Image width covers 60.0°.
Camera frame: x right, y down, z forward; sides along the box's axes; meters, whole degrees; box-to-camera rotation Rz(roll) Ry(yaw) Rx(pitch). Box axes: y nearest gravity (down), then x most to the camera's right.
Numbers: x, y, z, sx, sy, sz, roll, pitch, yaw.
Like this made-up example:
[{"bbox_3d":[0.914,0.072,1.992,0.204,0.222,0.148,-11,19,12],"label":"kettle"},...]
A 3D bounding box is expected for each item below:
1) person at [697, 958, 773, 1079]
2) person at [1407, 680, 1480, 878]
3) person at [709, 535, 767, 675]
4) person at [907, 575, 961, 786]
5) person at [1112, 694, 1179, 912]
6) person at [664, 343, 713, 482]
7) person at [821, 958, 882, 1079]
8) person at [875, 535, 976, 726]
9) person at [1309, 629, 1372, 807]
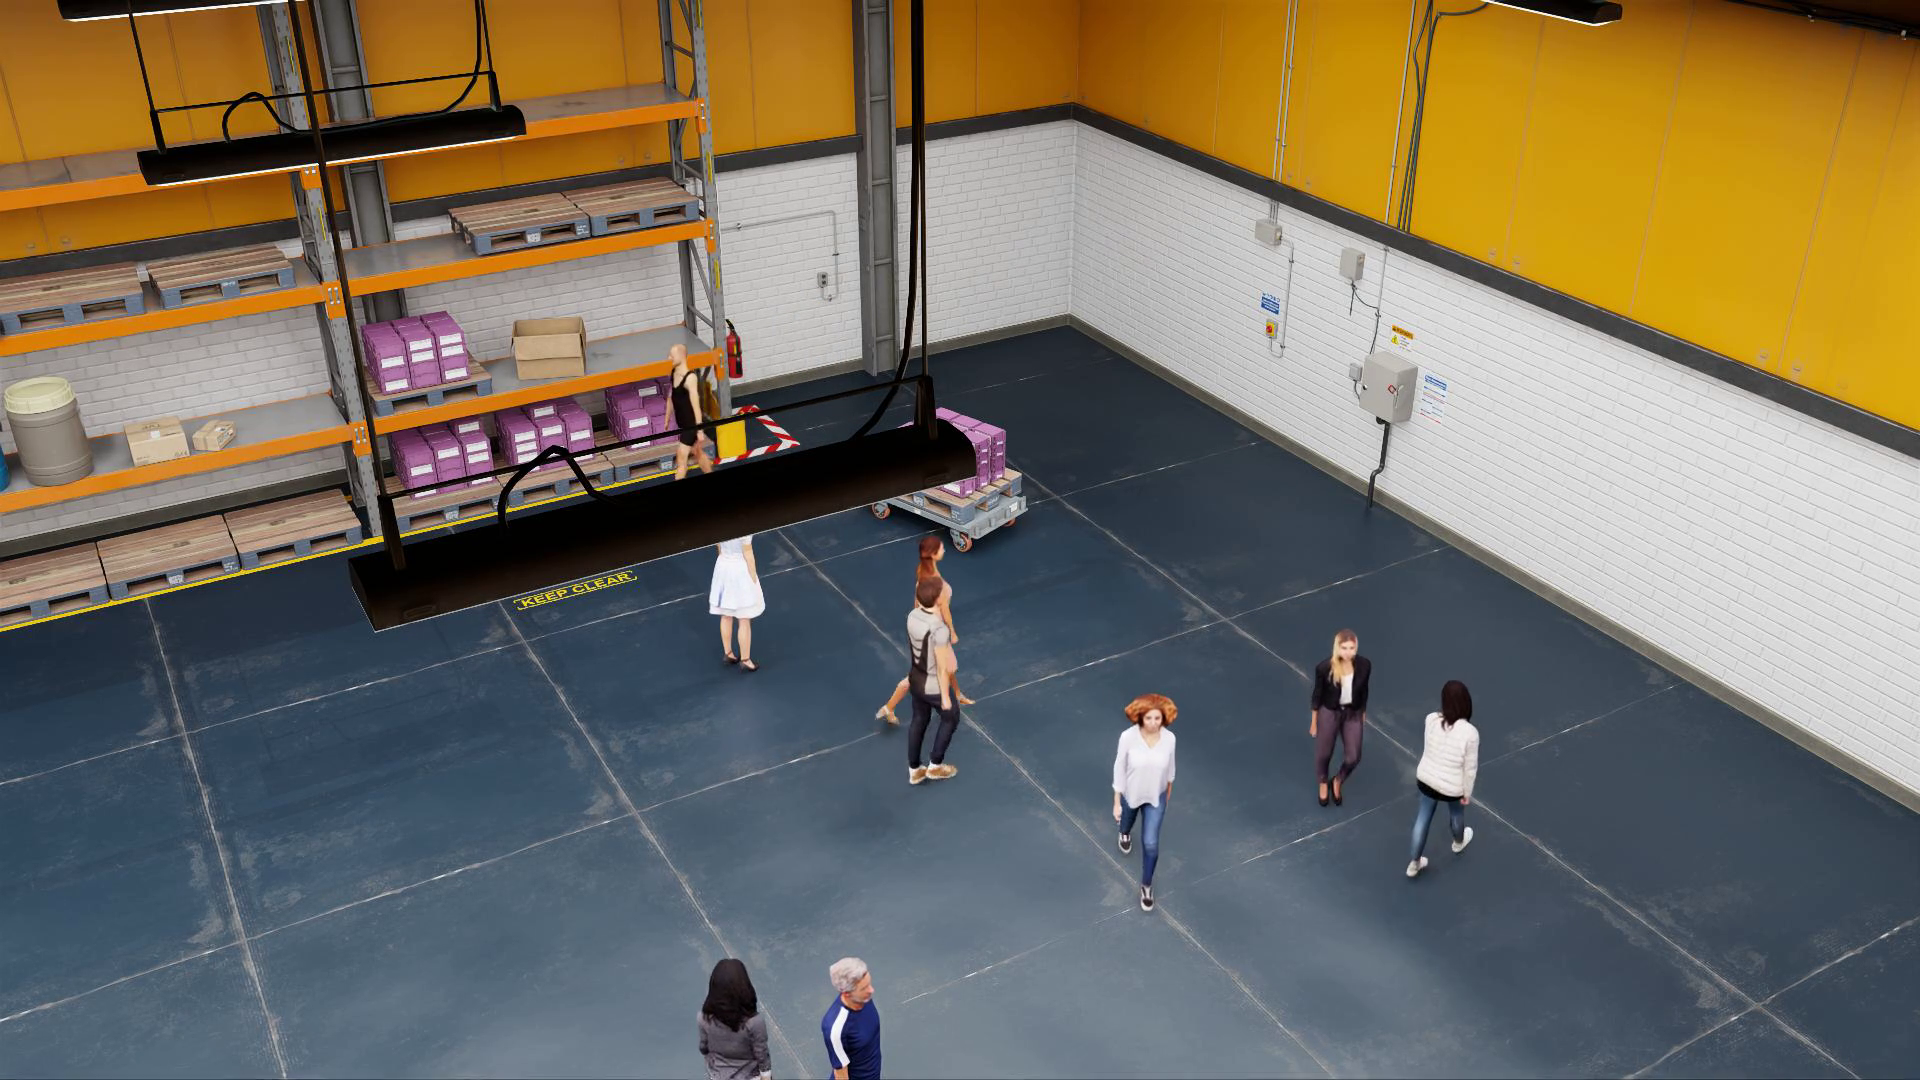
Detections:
[{"bbox_3d":[-1.317,3.251,9.721,1.089,1.734,1.054,3,29,5],"label":"person"},{"bbox_3d":[3.584,1.834,12.462,0.851,1.597,1.059,21,35,34],"label":"person"},{"bbox_3d":[-2.006,0.376,14.911,0.835,1.811,0.876,17,33,28],"label":"person"},{"bbox_3d":[-0.302,1.179,13.365,0.696,1.882,0.745,-22,36,-35],"label":"person"},{"bbox_3d":[1.340,1.830,12.372,1.117,1.690,1.053,1,29,2],"label":"person"},{"bbox_3d":[-2.850,-1.275,17.969,1.040,1.781,0.731,-18,34,-30],"label":"person"},{"bbox_3d":[-0.619,3.164,9.771,0.772,1.839,0.713,7,29,13],"label":"person"},{"bbox_3d":[-0.338,0.822,14.115,1.197,1.792,0.736,-9,30,-16],"label":"person"},{"bbox_3d":[2.989,1.384,13.221,0.677,1.661,0.783,-1,29,-1],"label":"person"}]
